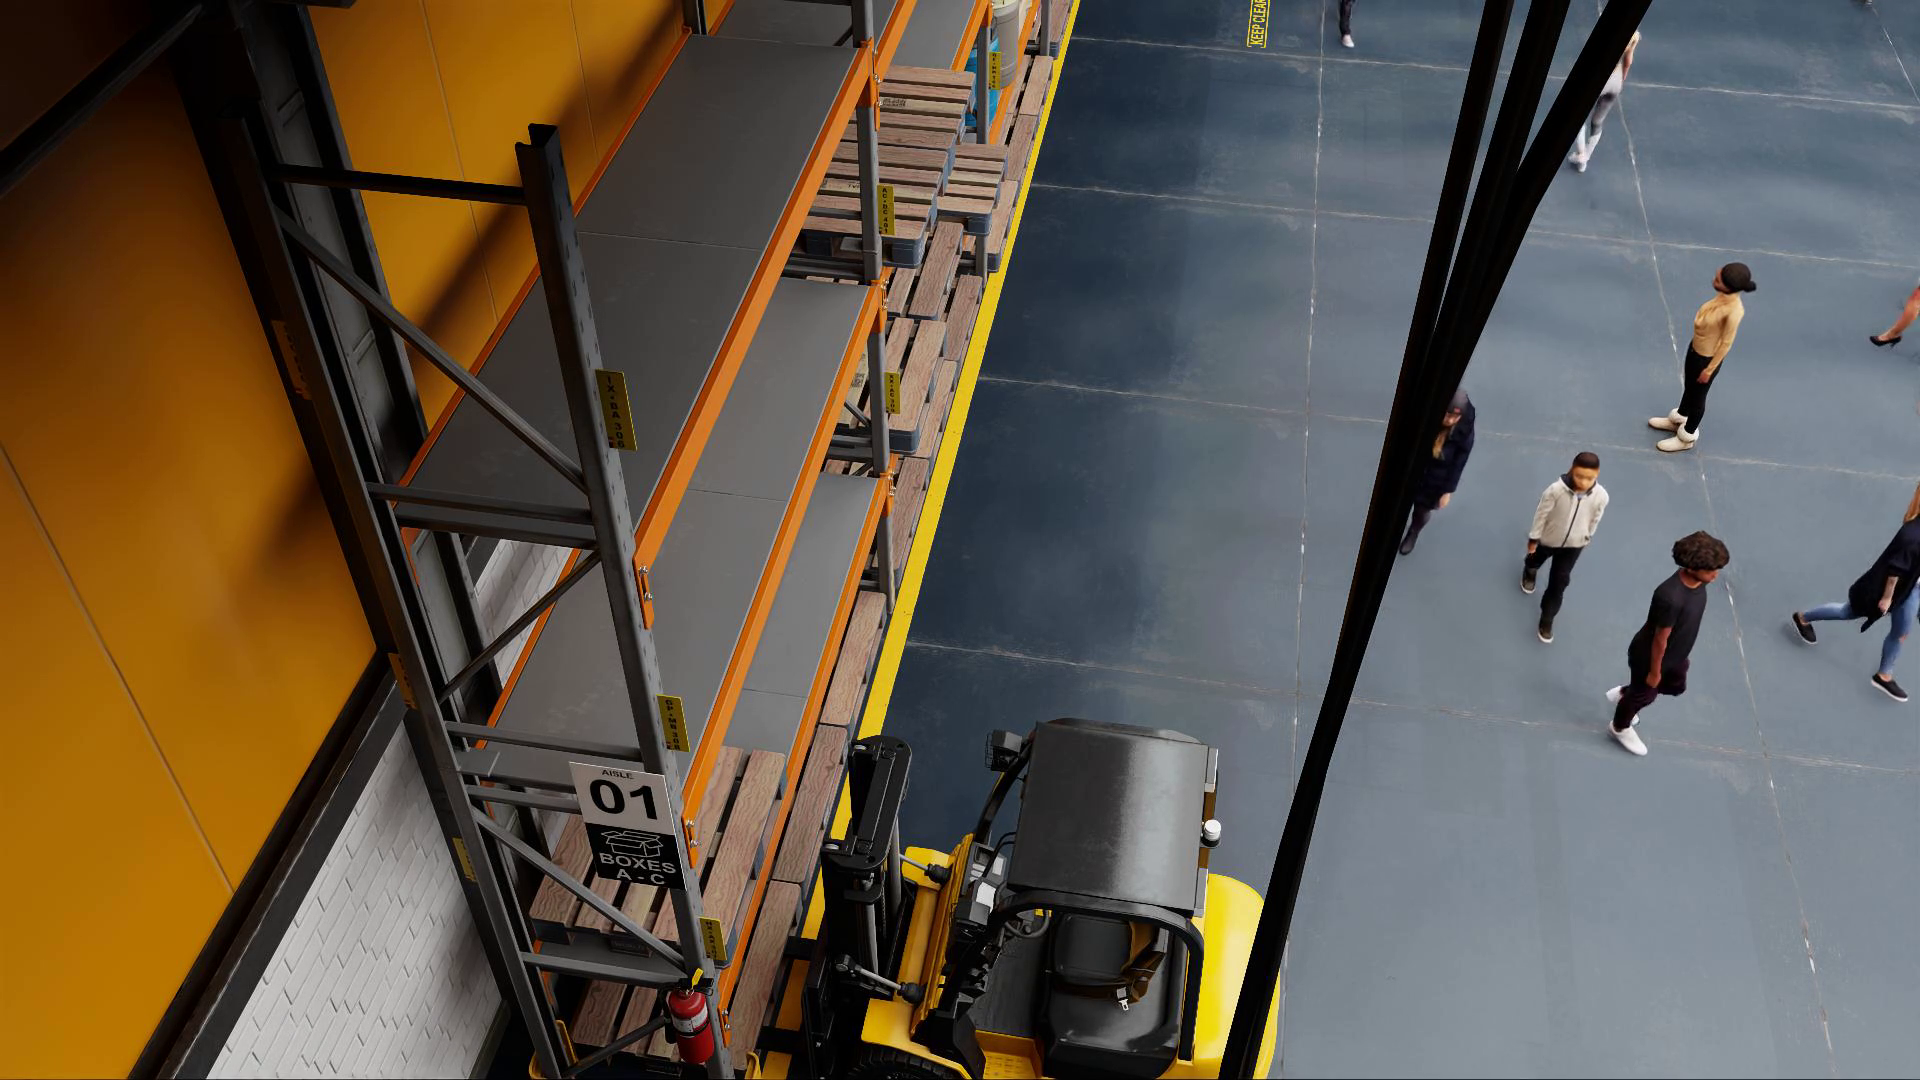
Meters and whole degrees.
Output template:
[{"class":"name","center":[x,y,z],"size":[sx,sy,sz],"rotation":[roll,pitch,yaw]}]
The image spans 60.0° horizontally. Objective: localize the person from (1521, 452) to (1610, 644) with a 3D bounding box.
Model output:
[{"class":"person","center":[4.055,-0.078,11.259],"size":[0.579,1.426,0.941],"rotation":[8,44,8]}]

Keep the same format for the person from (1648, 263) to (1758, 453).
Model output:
[{"class":"person","center":[5.602,-1.389,12.467],"size":[0.658,1.658,0.481],"rotation":[5,44,5]}]

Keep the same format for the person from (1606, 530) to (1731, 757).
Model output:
[{"class":"person","center":[4.290,0.609,10.288],"size":[0.765,1.772,0.829],"rotation":[-31,51,-28]}]

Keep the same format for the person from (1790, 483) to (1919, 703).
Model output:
[{"class":"person","center":[5.946,0.247,10.759],"size":[1.091,1.647,1.156],"rotation":[-25,49,-24]}]

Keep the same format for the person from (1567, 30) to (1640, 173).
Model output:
[{"class":"person","center":[5.946,-4.147,15.334],"size":[0.630,1.699,0.638],"rotation":[0,44,0]}]

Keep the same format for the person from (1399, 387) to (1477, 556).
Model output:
[{"class":"person","center":[3.255,-0.490,11.543],"size":[0.814,1.631,1.000],"rotation":[18,47,18]}]
